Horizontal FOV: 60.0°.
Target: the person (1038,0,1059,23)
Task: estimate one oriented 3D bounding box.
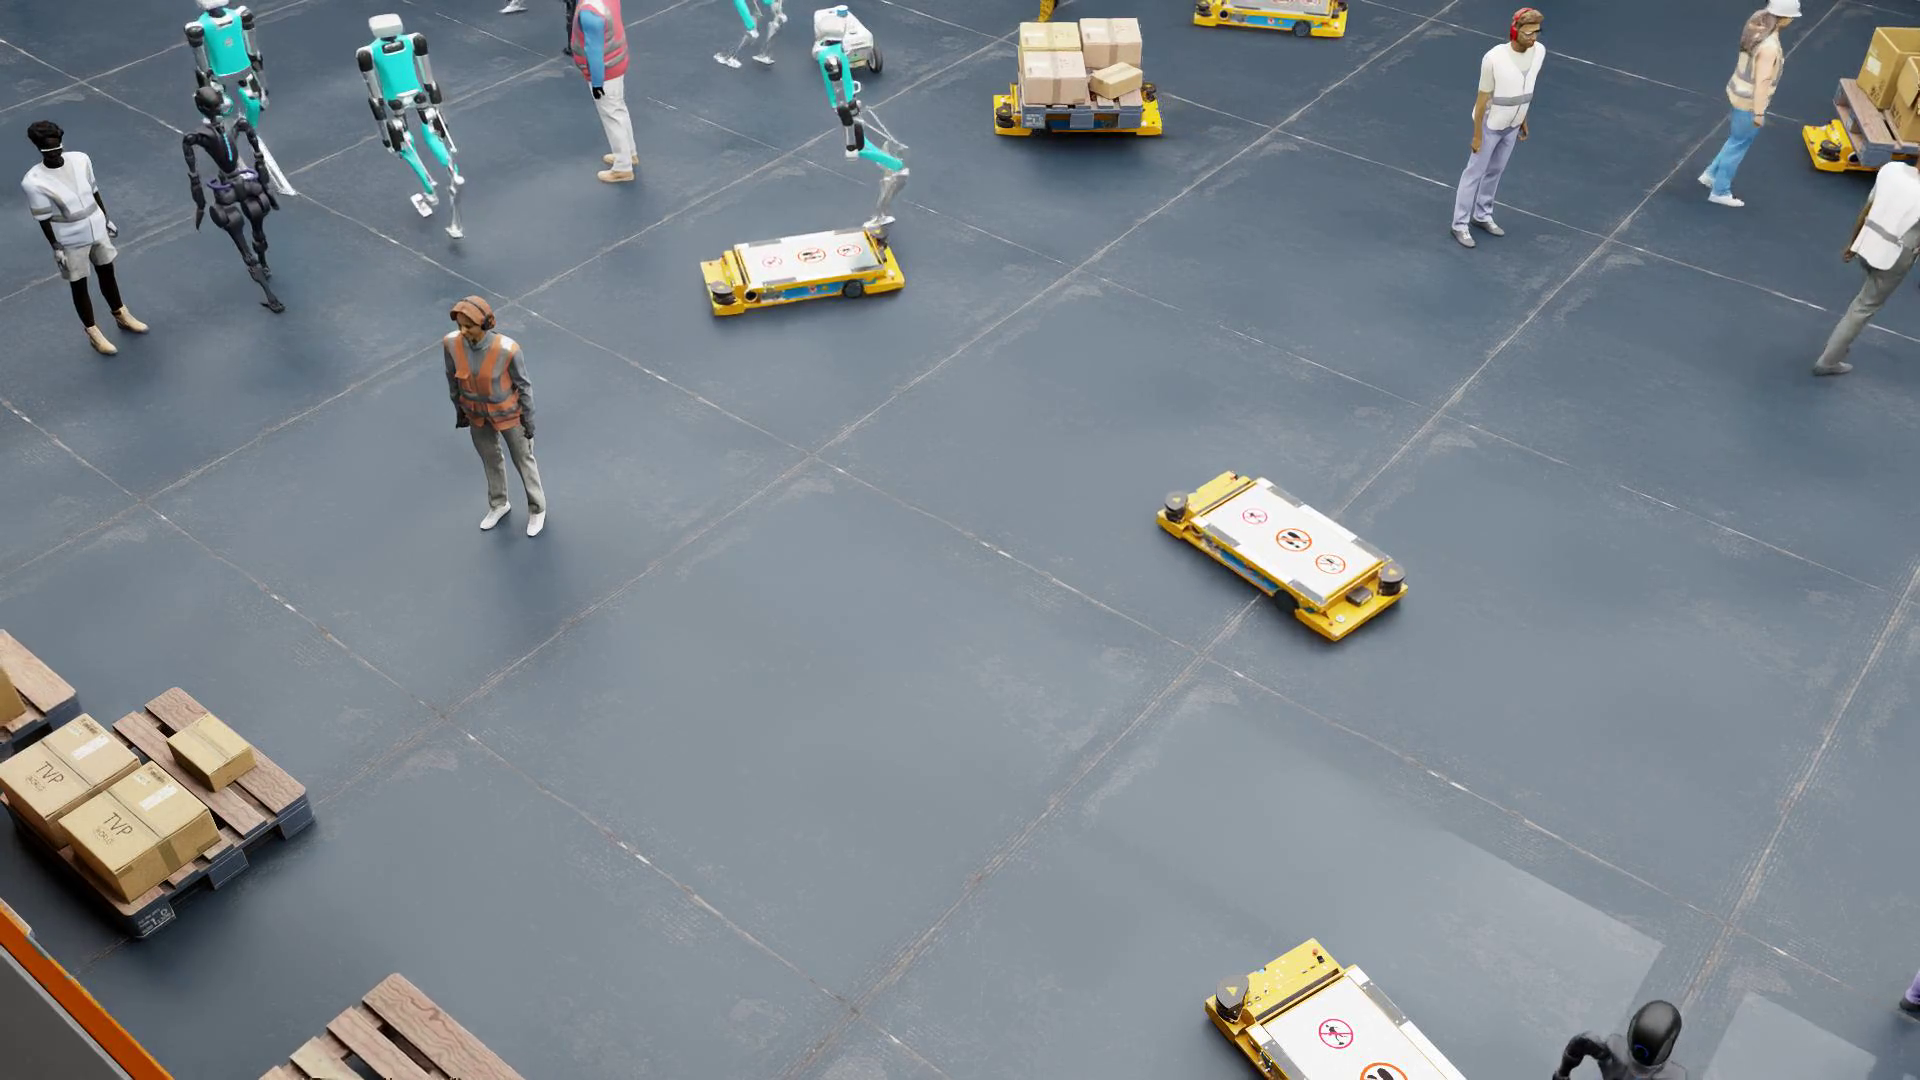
[{"bbox_3d":[0.873,-5.721,15.689,0.539,1.708,0.747,24,46,25],"label":"person"}]

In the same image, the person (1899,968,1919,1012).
[{"bbox_3d":[4.494,1.523,7.069,0.392,1.845,0.562,-5,41,-6],"label":"person"}]

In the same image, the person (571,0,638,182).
[{"bbox_3d":[-2.863,-3.775,13.318,0.434,1.833,0.629,2,40,2],"label":"person"}]

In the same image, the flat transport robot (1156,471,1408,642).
[{"bbox_3d":[1.928,0.045,10.025,0.659,0.231,1.431,-29,48,-30],"label":"flat transport robot"}]

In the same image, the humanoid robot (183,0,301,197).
[{"bbox_3d":[-5.764,-3.521,13.095,0.909,1.774,0.534,31,49,32],"label":"humanoid robot"}]

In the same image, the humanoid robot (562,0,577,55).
[{"bbox_3d":[-3.455,-5.162,15.067,0.595,1.637,0.587,16,43,18],"label":"humanoid robot"}]

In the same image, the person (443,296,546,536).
[{"bbox_3d":[-2.758,-0.734,9.881,0.523,1.639,0.304,9,41,10],"label":"person"}]

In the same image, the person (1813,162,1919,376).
[{"bbox_3d":[6.218,-1.878,11.097,0.595,1.813,0.575,-10,41,-12],"label":"person"}]

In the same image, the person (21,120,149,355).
[{"bbox_3d":[-6.050,-2.102,11.444,0.322,1.699,0.535,18,44,20],"label":"person"}]

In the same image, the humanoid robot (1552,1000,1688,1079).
[{"bbox_3d":[2.447,2.334,6.247,0.606,1.651,0.420,27,47,28],"label":"humanoid robot"}]

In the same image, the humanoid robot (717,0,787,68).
[{"bbox_3d":[-1.860,-4.991,14.826,0.788,1.793,0.561,26,47,28],"label":"humanoid robot"}]

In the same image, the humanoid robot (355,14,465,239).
[{"bbox_3d":[-4.042,-3.010,12.511,0.544,1.745,1.035,-24,46,-26],"label":"humanoid robot"}]

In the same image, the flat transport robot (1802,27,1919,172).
[{"bbox_3d":[7.882,-3.259,13.912,1.431,0.231,0.659,7,41,8],"label":"flat transport robot"}]

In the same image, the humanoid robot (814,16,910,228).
[{"bbox_3d":[-0.671,-3.085,12.614,0.790,1.827,0.547,-5,41,-6],"label":"humanoid robot"}]

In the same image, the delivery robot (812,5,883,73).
[{"bbox_3d":[-1.067,-4.590,15.251,0.517,0.588,0.759,-16,43,-18],"label":"delivery robot"}]

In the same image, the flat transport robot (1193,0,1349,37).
[{"bbox_3d":[3.024,-5.148,16.133,1.431,0.231,0.659,9,41,10],"label":"flat transport robot"}]

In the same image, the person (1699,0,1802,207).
[{"bbox_3d":[6.164,-3.442,13.004,0.402,1.717,0.525,9,41,10],"label":"person"}]

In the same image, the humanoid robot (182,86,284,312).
[{"bbox_3d":[-5.235,-2.477,11.932,0.589,1.628,0.751,-33,50,-32],"label":"humanoid robot"}]

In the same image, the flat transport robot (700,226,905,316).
[{"bbox_3d":[-1.185,-2.019,12.453,1.431,0.231,0.659,-10,41,-12],"label":"flat transport robot"}]

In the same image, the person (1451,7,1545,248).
[{"bbox_3d":[4.058,-3.125,12.536,0.563,1.847,0.392,-21,45,-23],"label":"person"}]

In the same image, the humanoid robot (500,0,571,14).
[{"bbox_3d":[-4.139,-5.841,15.883,0.821,1.870,0.560,-23,46,-25],"label":"humanoid robot"}]

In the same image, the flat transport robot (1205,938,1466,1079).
[{"bbox_3d":[1.778,2.383,7.275,0.659,0.231,1.431,-22,45,-24],"label":"flat transport robot"}]

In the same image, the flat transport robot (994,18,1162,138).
[{"bbox_3d":[1.017,-3.754,14.494,1.431,0.231,0.659,0,40,0],"label":"flat transport robot"}]
